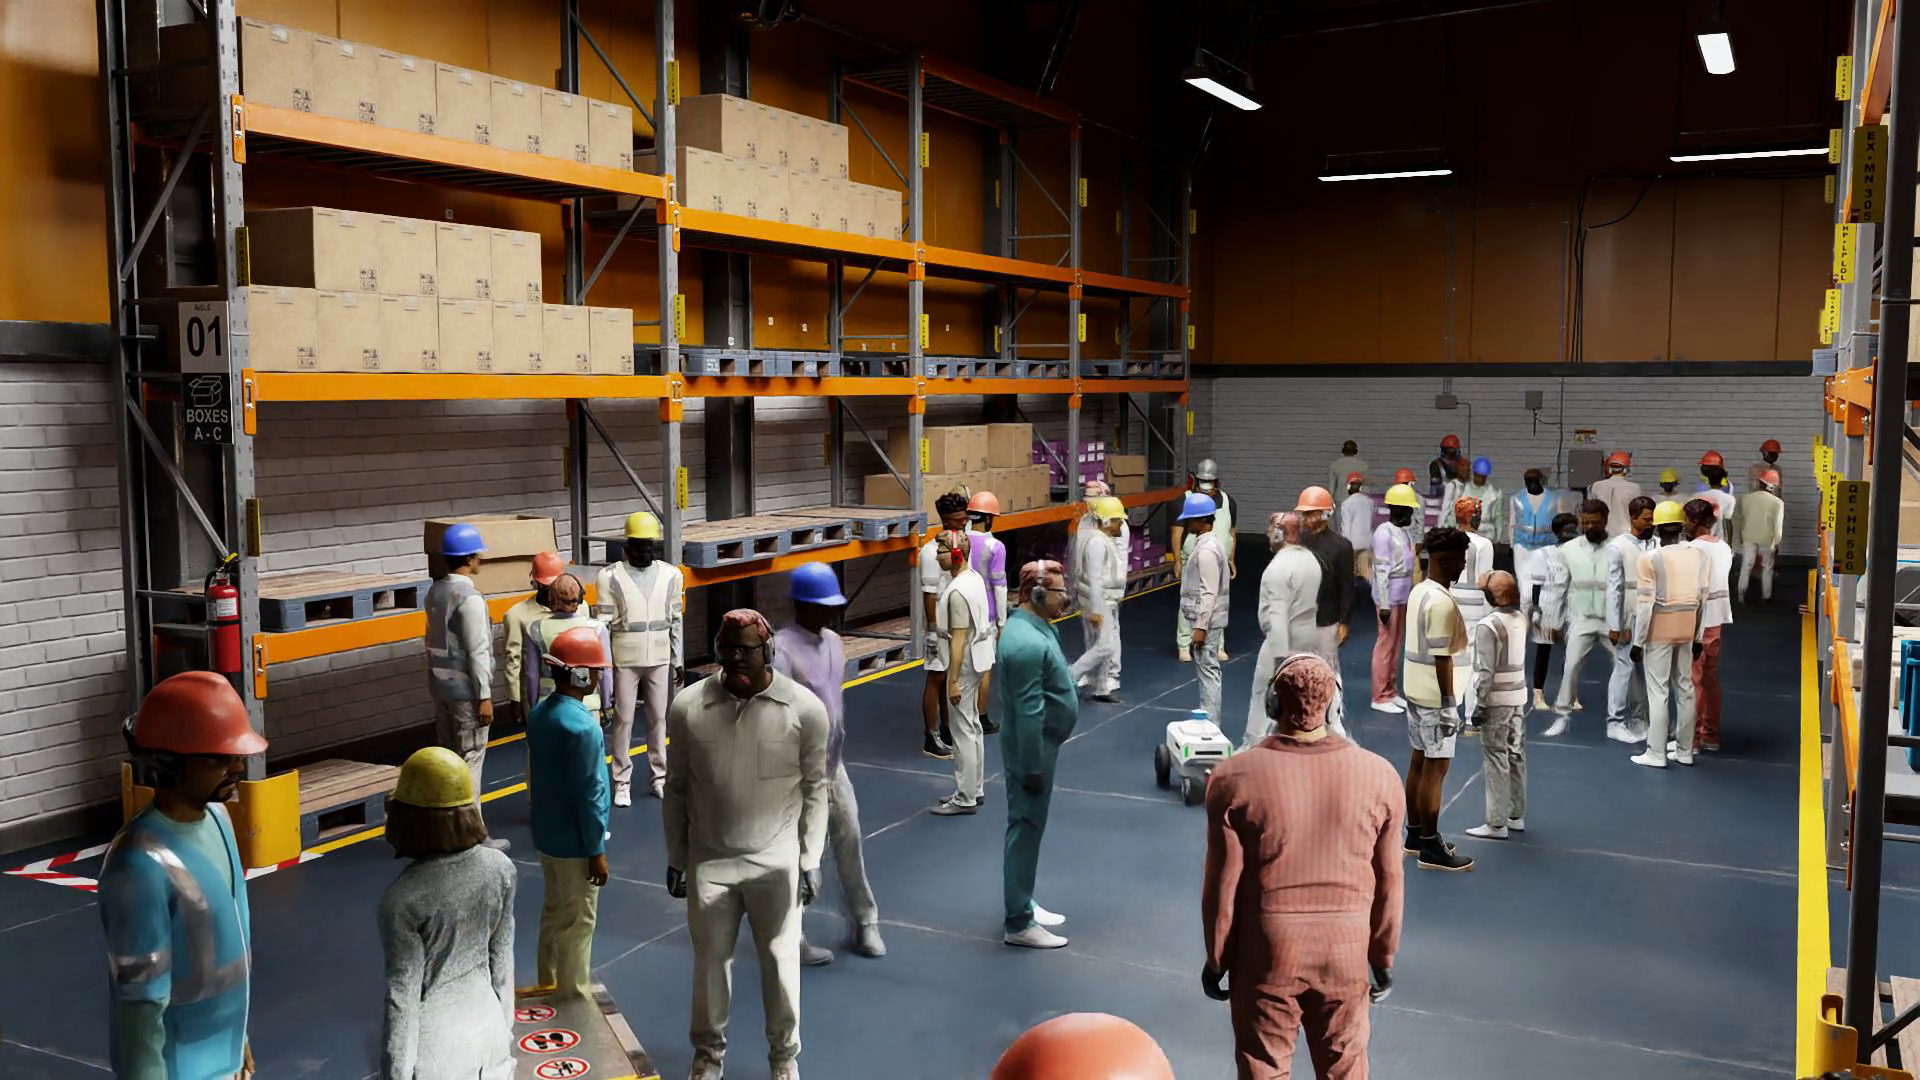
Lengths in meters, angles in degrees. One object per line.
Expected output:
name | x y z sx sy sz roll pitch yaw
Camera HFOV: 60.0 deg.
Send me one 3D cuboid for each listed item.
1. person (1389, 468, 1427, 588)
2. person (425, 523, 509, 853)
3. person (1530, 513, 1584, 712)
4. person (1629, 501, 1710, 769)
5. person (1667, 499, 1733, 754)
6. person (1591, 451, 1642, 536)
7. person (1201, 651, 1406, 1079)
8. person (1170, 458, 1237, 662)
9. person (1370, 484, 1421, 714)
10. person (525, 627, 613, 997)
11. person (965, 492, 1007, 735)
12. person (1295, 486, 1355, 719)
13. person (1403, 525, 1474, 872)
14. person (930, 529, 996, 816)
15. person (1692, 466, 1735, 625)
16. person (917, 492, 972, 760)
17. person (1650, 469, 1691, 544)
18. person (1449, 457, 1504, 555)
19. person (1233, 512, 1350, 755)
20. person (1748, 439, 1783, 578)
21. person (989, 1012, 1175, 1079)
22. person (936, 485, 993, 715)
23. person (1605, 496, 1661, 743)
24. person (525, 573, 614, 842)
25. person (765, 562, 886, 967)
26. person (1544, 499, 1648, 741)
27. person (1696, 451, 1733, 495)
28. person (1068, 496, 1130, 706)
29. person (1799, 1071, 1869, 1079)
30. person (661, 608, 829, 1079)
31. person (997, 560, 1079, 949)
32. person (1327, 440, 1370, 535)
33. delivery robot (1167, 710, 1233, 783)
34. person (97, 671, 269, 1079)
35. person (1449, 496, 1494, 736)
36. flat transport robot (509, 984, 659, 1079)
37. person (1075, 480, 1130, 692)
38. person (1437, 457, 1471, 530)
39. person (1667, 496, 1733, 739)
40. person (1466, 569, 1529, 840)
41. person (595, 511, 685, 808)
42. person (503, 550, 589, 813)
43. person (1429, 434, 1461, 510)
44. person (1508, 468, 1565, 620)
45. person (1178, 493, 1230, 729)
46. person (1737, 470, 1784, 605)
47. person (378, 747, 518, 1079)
person | 5.455 -0.008 20.378 0.371 1.740 0.553 -3 6 -31
person | -2.903 0.876 9.765 0.412 1.943 0.612 -5 7 -41
person | 5.053 0.608 13.998 0.534 1.694 0.319 0 5 -3
person | 5.087 0.680 11.972 0.593 1.923 0.372 -2 6 -16
person | 5.547 0.646 12.454 0.593 1.909 0.407 -4 7 -39
person | 7.704 -0.049 19.527 0.410 1.987 0.621 -5 7 -43
person | 1.086 1.307 5.331 0.649 1.907 0.409 0 5 -3
person | 2.455 0.199 16.538 0.684 2.000 0.535 -1 5 -10
person | 3.674 0.491 14.015 0.386 1.922 0.593 3 6 32
person | -1.611 1.233 6.994 0.350 1.743 0.563 -4 6 -35
person | 0.147 0.580 13.100 0.549 1.923 0.390 4 6 34
person | 2.682 0.589 12.574 0.382 1.993 0.622 -5 7 -42
person | 2.732 0.889 9.526 0.368 1.963 0.603 0 5 1
person | 0.024 0.846 10.679 0.394 1.835 0.560 1 5 9
person | 8.543 0.079 18.916 0.547 1.827 0.834 5 7 42
person | -0.083 0.624 12.356 0.374 1.966 0.608 3 6 30
person | 8.843 -0.034 20.737 0.524 1.723 0.907 3 6 26
person | 6.179 -0.051 19.913 0.624 1.909 0.932 2 6 24
person | 2.382 0.726 11.829 0.986 1.864 0.658 5 7 41
person | 11.535 -0.447 23.805 0.611 1.985 0.413 -3 6 -25
person | 0.023 1.574 2.142 0.619 1.973 0.652 0 5 3
person | 0.026 0.512 13.704 0.371 1.941 0.627 -4 7 -36
person | 5.211 0.610 12.867 0.598 1.903 0.402 -3 6 -32
person | -2.318 1.015 9.893 0.513 1.641 0.307 0 5 -3
person | -0.674 1.060 7.894 0.510 1.925 0.614 4 6 34
person | 4.962 0.617 12.937 0.666 1.894 0.476 3 6 32
person | 9.300 -0.132 20.625 0.548 1.942 0.344 -3 6 -26
person | 1.170 0.531 14.160 0.540 1.811 0.619 1 5 10
person | 1.354 1.639 2.361 0.950 1.806 0.531 0 5 1
person | -0.825 1.210 6.373 0.643 1.909 0.410 0 5 0
person | 0.384 1.043 8.219 0.401 1.901 0.644 0 5 3
person | 5.862 -0.545 25.089 0.635 1.937 0.352 1 5 11
delivery robot | 1.604 1.385 11.159 0.477 0.478 0.707 0 6 -2
person | -1.975 1.343 4.313 0.414 2.033 0.606 -1 5 -7
person | 3.984 0.595 13.113 0.355 1.883 0.574 -4 6 -35
flat transport robot | -1.618 2.010 6.463 0.652 0.197 1.431 -2 6 -23
person | 1.227 0.414 14.938 0.403 1.905 0.651 -3 6 -32
person | 6.255 -0.140 21.263 0.723 1.855 0.618 4 6 34
person | 5.722 0.608 12.981 0.723 1.883 0.436 -3 6 -31
person | 3.280 0.996 10.110 0.517 1.636 0.314 -5 7 -43
person | -2.090 0.774 10.935 0.587 1.930 0.362 -3 6 -29
person | -2.536 0.924 10.341 0.576 1.737 0.354 -4 6 -35
person | 7.259 -0.556 24.732 0.604 2.034 0.419 -3 6 -29
person | 6.781 0.047 19.525 0.660 1.808 0.723 2 6 20
person | 1.841 0.612 12.590 0.397 1.946 0.604 1 5 10
person | 9.994 -0.033 20.789 0.788 1.709 0.580 -5 7 -44
person | -1.457 1.445 4.701 0.298 1.745 0.484 3 6 27
